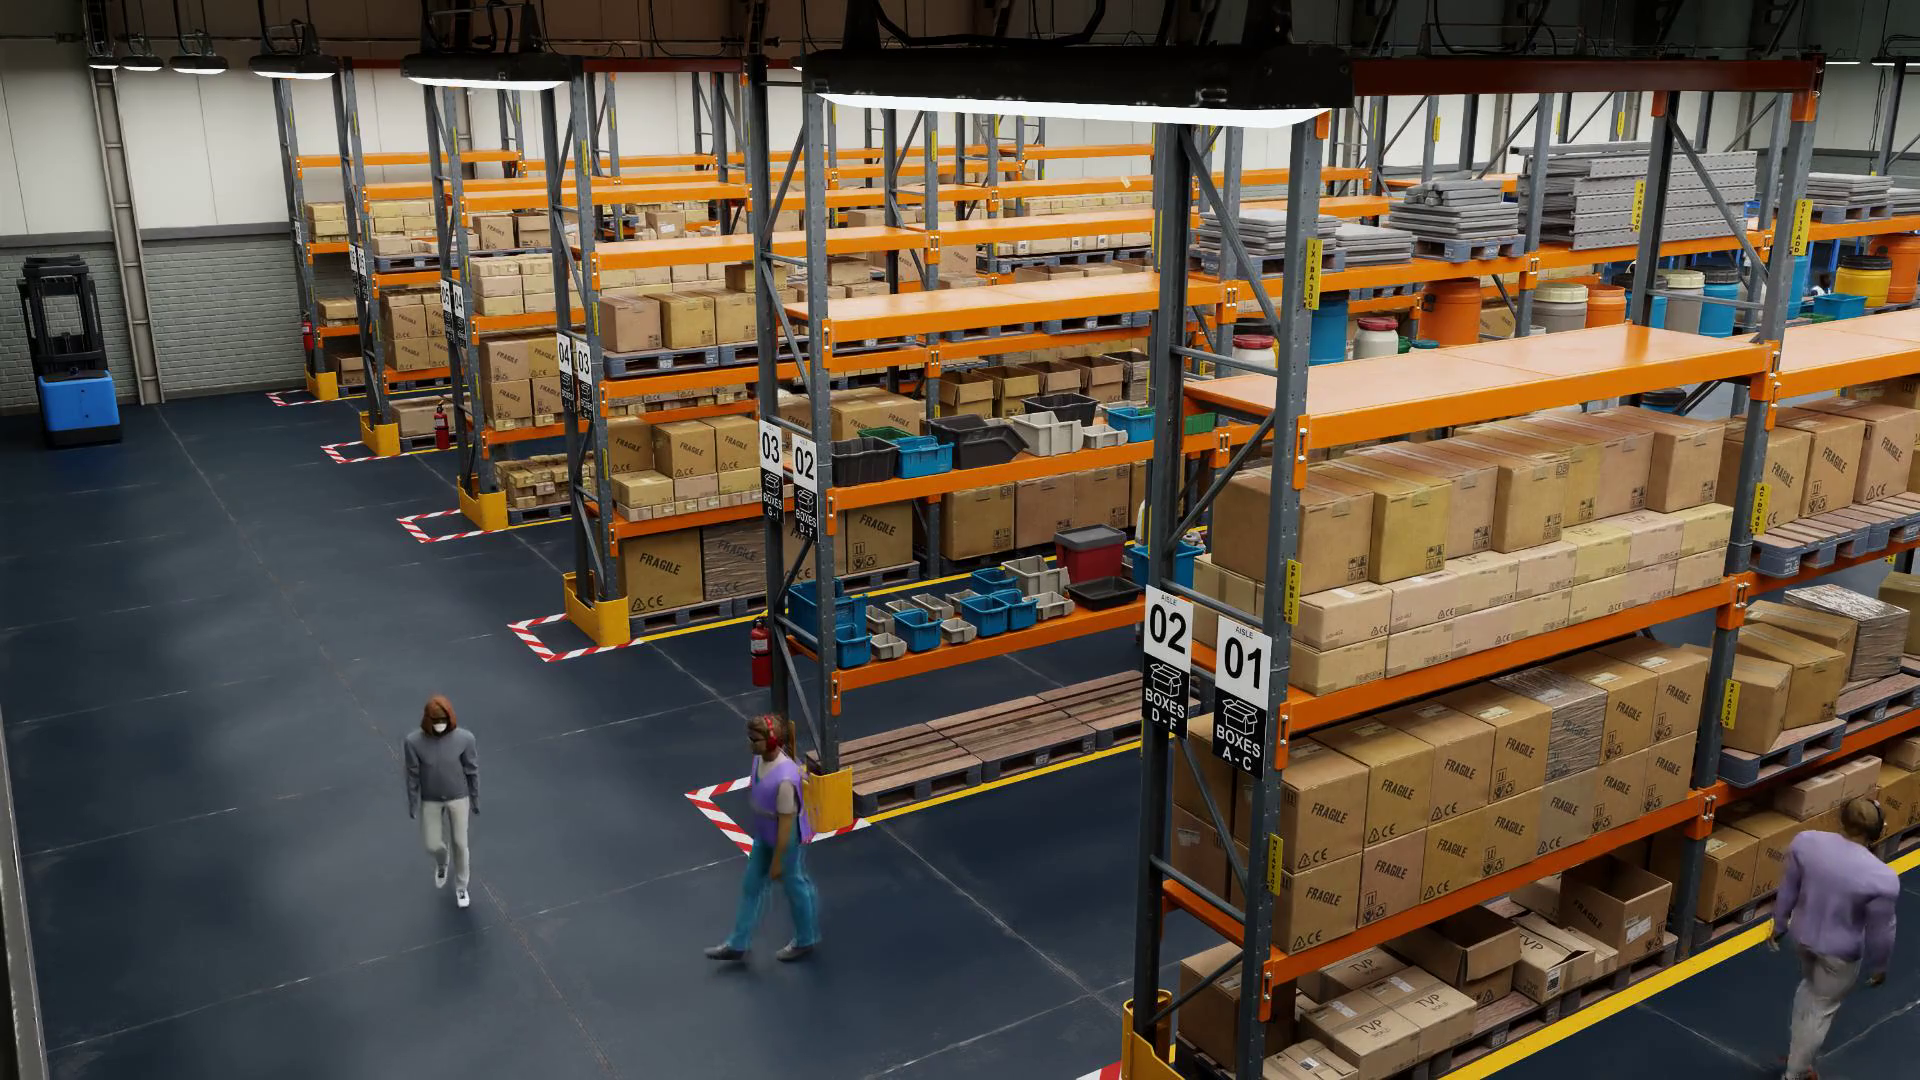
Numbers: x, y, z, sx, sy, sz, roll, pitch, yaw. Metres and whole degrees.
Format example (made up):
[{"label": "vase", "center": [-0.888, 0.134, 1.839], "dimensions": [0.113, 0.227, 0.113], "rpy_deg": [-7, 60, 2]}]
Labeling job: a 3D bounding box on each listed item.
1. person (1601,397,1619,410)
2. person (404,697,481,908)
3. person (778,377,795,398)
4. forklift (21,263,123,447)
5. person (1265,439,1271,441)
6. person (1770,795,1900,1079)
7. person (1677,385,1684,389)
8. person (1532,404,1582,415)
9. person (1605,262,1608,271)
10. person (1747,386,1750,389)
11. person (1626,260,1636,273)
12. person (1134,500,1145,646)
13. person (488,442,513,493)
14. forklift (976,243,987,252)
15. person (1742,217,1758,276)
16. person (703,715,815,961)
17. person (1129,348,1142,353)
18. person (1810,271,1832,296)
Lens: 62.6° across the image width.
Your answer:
[{"label": "person", "center": [10.488, -2.439, 25.308], "dimensions": [0.494, 1.826, 0.956], "rpy_deg": [5, 18, 15]}, {"label": "person", "center": [-3.742, 1.886, 11.480], "dimensions": [0.517, 1.616, 0.394], "rpy_deg": [-5, 18, -15]}, {"label": "person", "center": [-2.495, -1.476, 22.119], "dimensions": [0.860, 1.858, 0.584], "rpy_deg": [-11, 20, -33]}, {"label": "forklift", "center": [-14.518, -3.079, 25.708], "dimensions": [1.129, 2.768, 1.873], "rpy_deg": [-10, 20, -31]}, {"label": "person", "center": [5.066, -2.519, 25.864], "dimensions": [0.519, 1.654, 0.830], "rpy_deg": [7, 18, 21]}, {"label": "person", "center": [5.217, 2.383, 9.357], "dimensions": [0.675, 1.913, 0.645], "rpy_deg": [-9, 19, -27]}, {"label": "person", "center": [12.106, -2.964, 26.752], "dimensions": [0.623, 1.993, 0.385], "rpy_deg": [16, 23, 42]}, {"label": "person", "center": [8.022, -1.266, 21.376], "dimensions": [0.672, 1.909, 0.383], "rpy_deg": [4, 17, 13]}, {"label": "person", "center": [16.532, -7.184, 40.772], "dimensions": [0.953, 1.883, 0.561], "rpy_deg": [-5, 18, -17]}, {"label": "person", "center": [14.949, -3.716, 29.359], "dimensions": [0.411, 1.913, 0.643], "rpy_deg": [-7, 18, -21]}, {"label": "person", "center": [15.452, -5.789, 36.276], "dimensions": [0.429, 1.844, 0.627], "rpy_deg": [11, 20, 31]}, {"label": "person", "center": [2.005, 0.218, 16.398], "dimensions": [0.398, 1.949, 0.604], "rpy_deg": [0, 17, -1]}, {"label": "person", "center": [-6.591, -1.491, 22.237], "dimensions": [0.606, 1.806, 0.617], "rpy_deg": [-11, 20, -32]}, {"label": "forklift", "center": [0.988, -5.474, 34.718], "dimensions": [1.214, 2.155, 2.313], "rpy_deg": [-10, 20, -31]}, {"label": "person", "center": [21.240, -7.683, 42.325], "dimensions": [0.551, 1.932, 0.377], "rpy_deg": [-3, 17, -10]}, {"label": "person", "center": [-1.364, 2.048, 10.614], "dimensions": [0.854, 1.812, 0.596], "rpy_deg": [-9, 19, -28]}, {"label": "person", "center": [2.441, -1.907, 23.473], "dimensions": [0.820, 1.895, 0.585], "rpy_deg": [-8, 19, -25]}, {"label": "person", "center": [17.365, -4.444, 31.754], "dimensions": [0.620, 1.900, 0.660], "rpy_deg": [-14, 22, -38]}]
